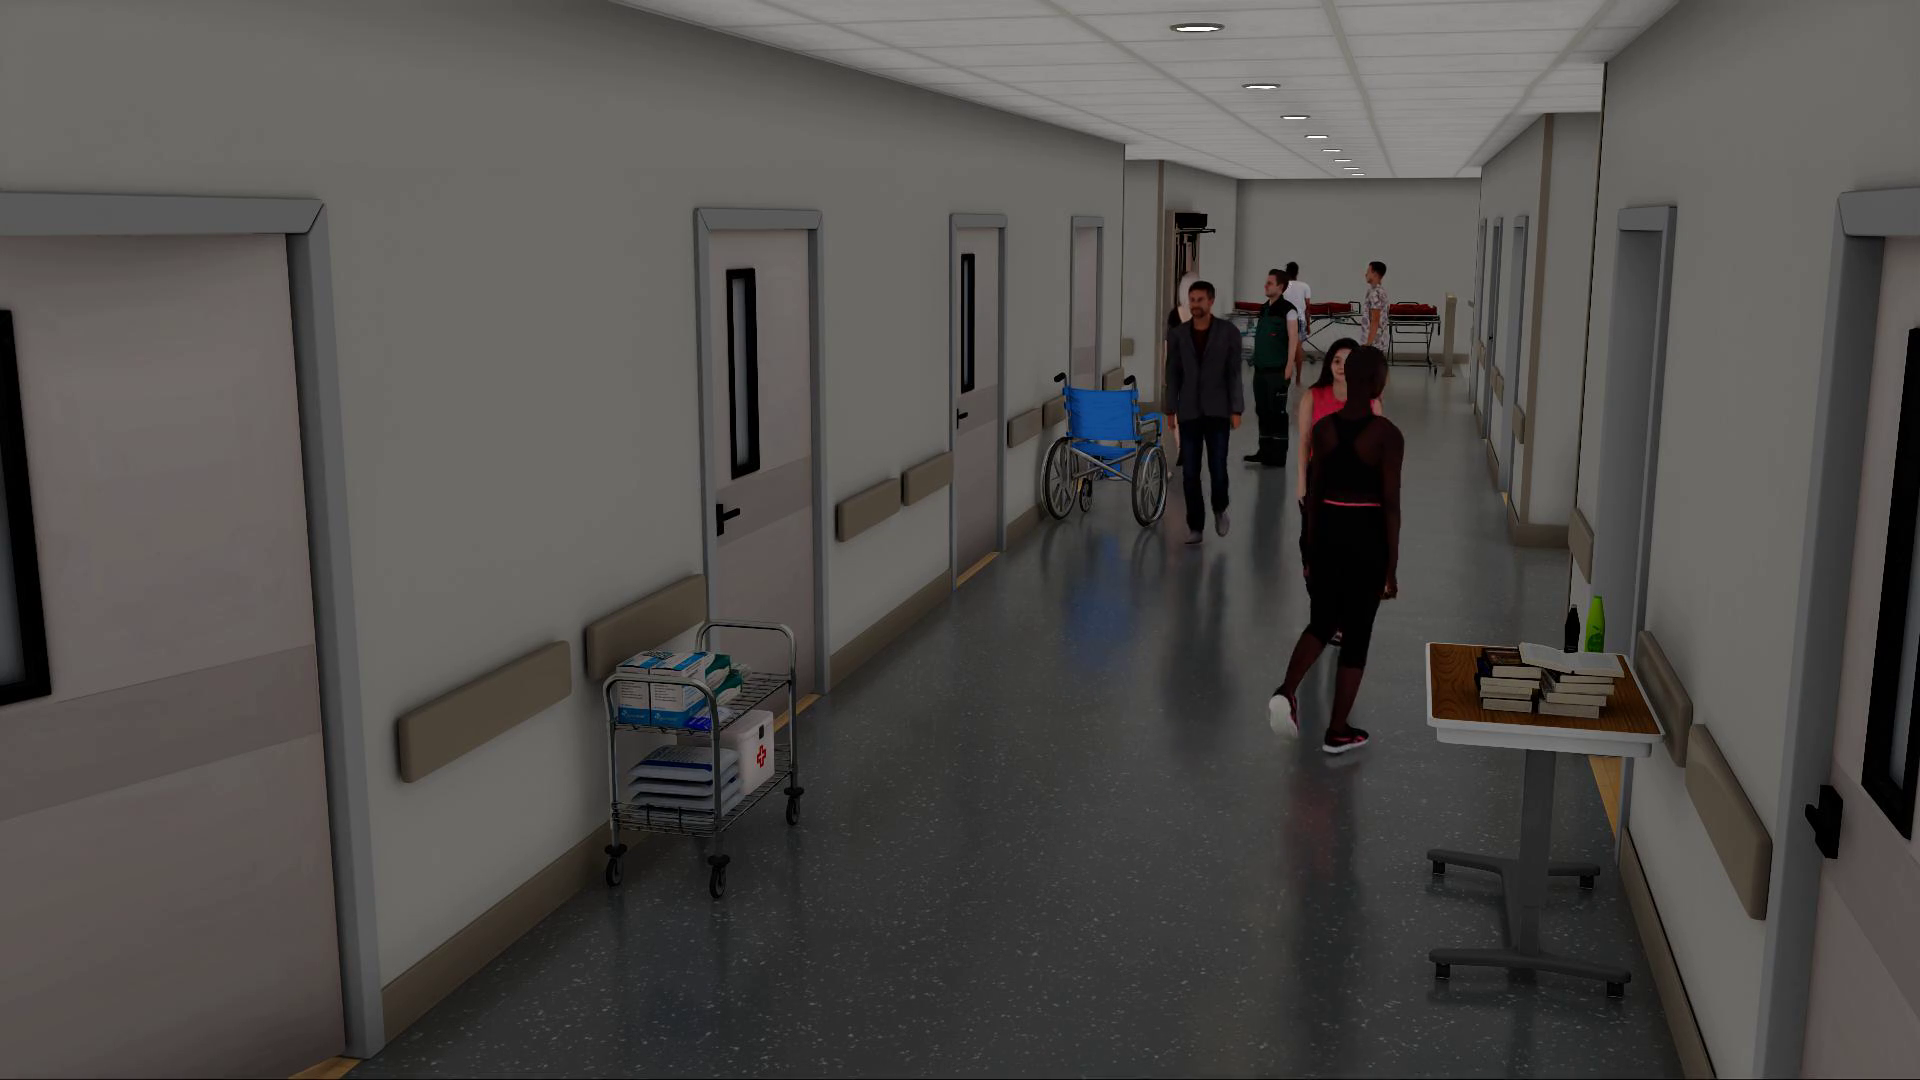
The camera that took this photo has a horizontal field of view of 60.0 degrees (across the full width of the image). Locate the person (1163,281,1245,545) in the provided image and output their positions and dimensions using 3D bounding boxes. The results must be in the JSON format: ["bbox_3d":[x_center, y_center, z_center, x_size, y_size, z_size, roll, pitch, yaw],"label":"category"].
[{"bbox_3d":[1.741,-0.892,11.745,0.743,1.855,0.744,4,11,19],"label":"person"}]

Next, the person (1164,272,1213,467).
[{"bbox_3d":[2.076,-1.477,14.961,0.713,1.805,0.711,1,11,3],"label":"person"}]

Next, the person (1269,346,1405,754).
[{"bbox_3d":[1.581,0.081,6.925,0.795,1.740,0.965,7,13,34],"label":"person"}]

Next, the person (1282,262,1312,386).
[{"bbox_3d":[4.638,-3.037,23.352,0.766,1.743,0.846,1,11,8],"label":"person"}]

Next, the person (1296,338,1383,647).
[{"bbox_3d":[2.033,-0.267,9.018,0.570,1.644,0.907,2,11,12],"label":"person"}]

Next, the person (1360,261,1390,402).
[{"bbox_3d":[4.939,-2.401,19.801,0.741,1.816,0.528,4,11,21],"label":"person"}]

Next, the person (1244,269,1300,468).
[{"bbox_3d":[2.934,-1.617,15.588,0.807,1.842,0.732,-5,12,-25],"label":"person"}]
